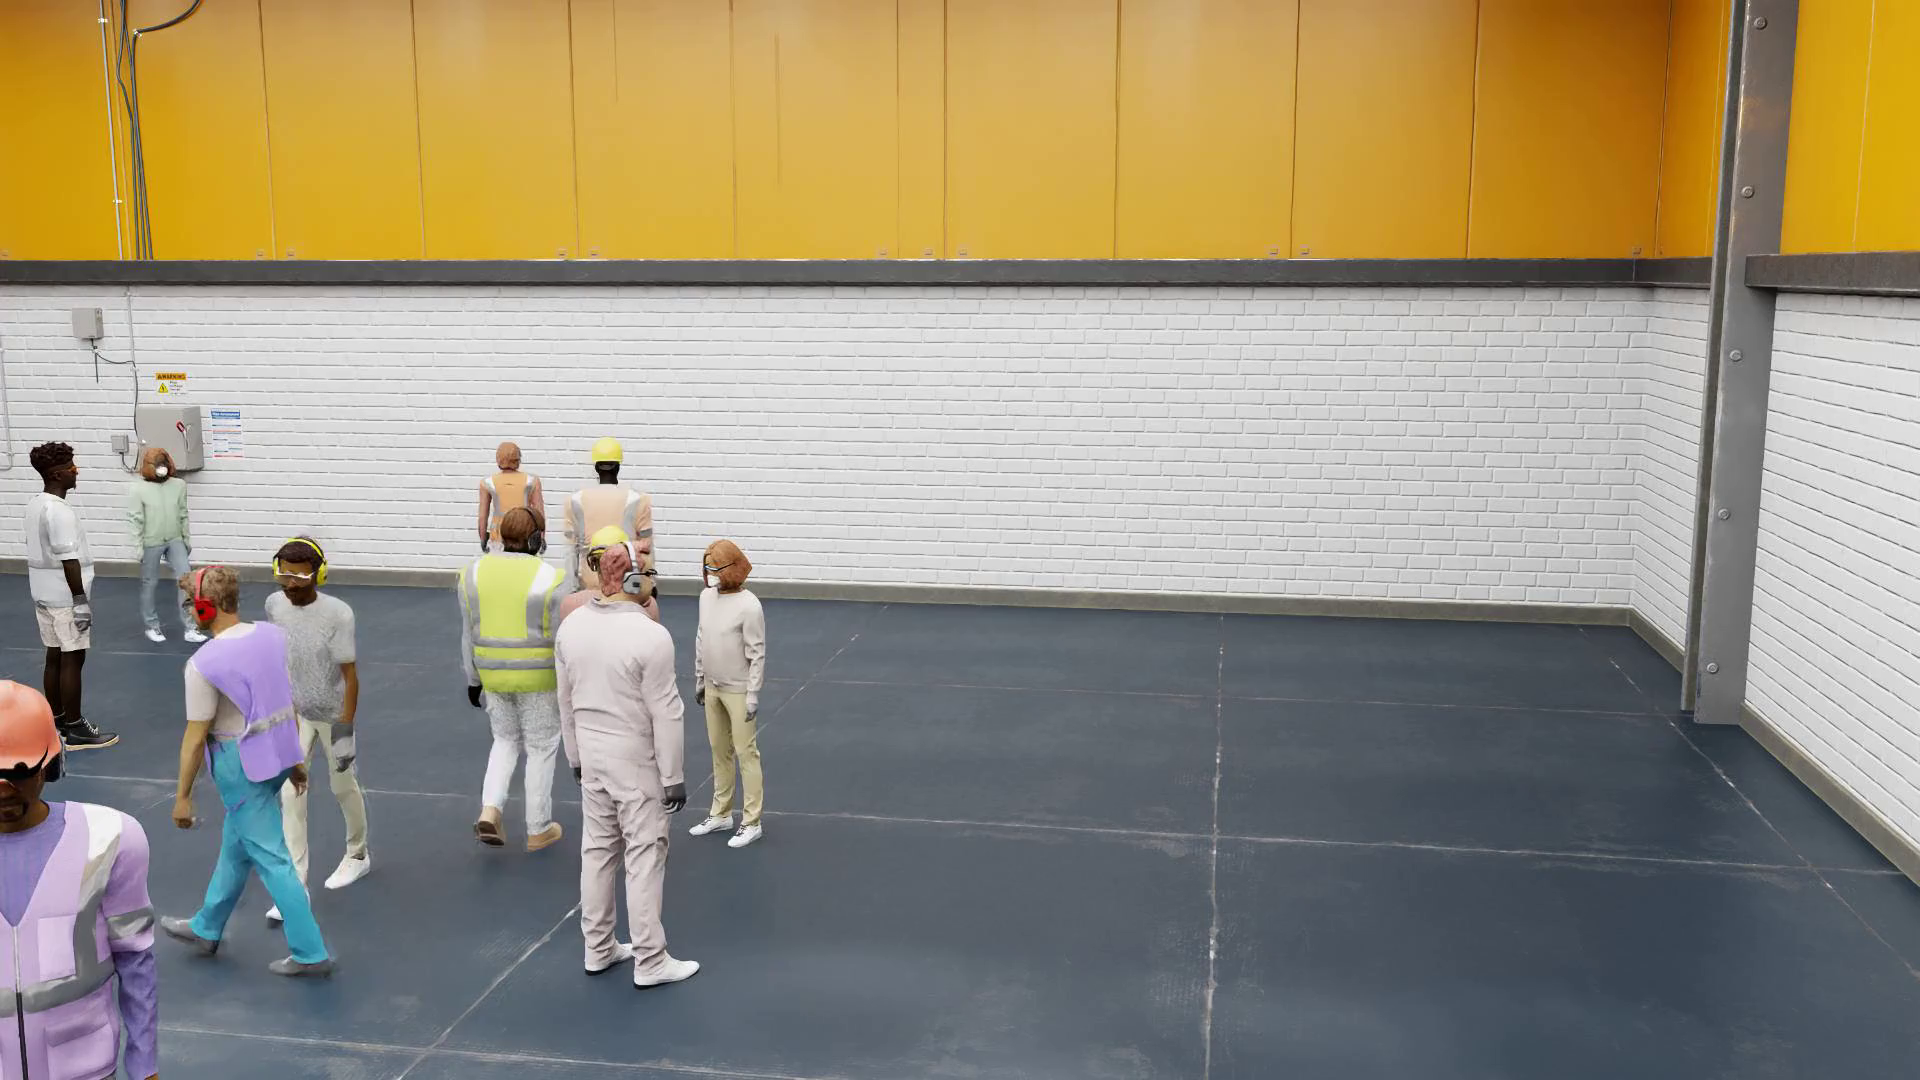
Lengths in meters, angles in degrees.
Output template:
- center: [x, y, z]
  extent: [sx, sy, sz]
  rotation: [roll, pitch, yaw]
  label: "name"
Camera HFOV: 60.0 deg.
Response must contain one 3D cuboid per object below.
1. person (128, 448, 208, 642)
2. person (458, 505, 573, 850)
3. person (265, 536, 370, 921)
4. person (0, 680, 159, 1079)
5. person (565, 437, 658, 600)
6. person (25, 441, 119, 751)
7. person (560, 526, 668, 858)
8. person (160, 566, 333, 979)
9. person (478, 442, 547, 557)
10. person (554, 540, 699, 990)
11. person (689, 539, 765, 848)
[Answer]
- center: [-6.435, 0.057, 13.481]
  extent: [0.726, 1.602, 0.525]
  rotation: [7, 12, 37]
  label: "person"
- center: [-2.273, 0.733, 8.629]
  extent: [0.647, 1.827, 0.488]
  rotation: [2, 9, 12]
  label: "person"
- center: [-3.061, 0.864, 7.894]
  extent: [0.527, 1.802, 0.900]
  rotation: [2, 9, 11]
  label: "person"
- center: [-2.345, 1.345, 4.206]
  extent: [0.605, 2.041, 0.383]
  rotation: [-5, 10, -26]
  label: "person"
- center: [-2.367, 0.253, 11.356]
  extent: [0.590, 1.910, 0.499]
  rotation: [0, 9, 3]
  label: "person"
- center: [-5.683, 0.351, 10.561]
  extent: [0.607, 1.966, 0.367]
  rotation: [8, 12, 42]
  label: "person"
- center: [-1.740, 0.802, 8.399]
  extent: [0.522, 1.768, 0.312]
  rotation: [1, 9, 5]
  label: "person"
- center: [-3.136, 0.998, 7.088]
  extent: [0.954, 1.791, 0.586]
  rotation: [2, 9, 10]
  label: "person"
- center: [-3.731, -0.013, 13.857]
  extent: [0.546, 1.610, 0.698]
  rotation: [-3, 10, -16]
  label: "person"
- center: [-1.404, 0.944, 7.092]
  extent: [0.649, 1.904, 0.401]
  rotation: [6, 11, 34]
  label: "person"
- center: [-1.228, 0.801, 8.810]
  extent: [0.497, 1.633, 0.287]
  rotation: [8, 12, 42]
  label: "person"
